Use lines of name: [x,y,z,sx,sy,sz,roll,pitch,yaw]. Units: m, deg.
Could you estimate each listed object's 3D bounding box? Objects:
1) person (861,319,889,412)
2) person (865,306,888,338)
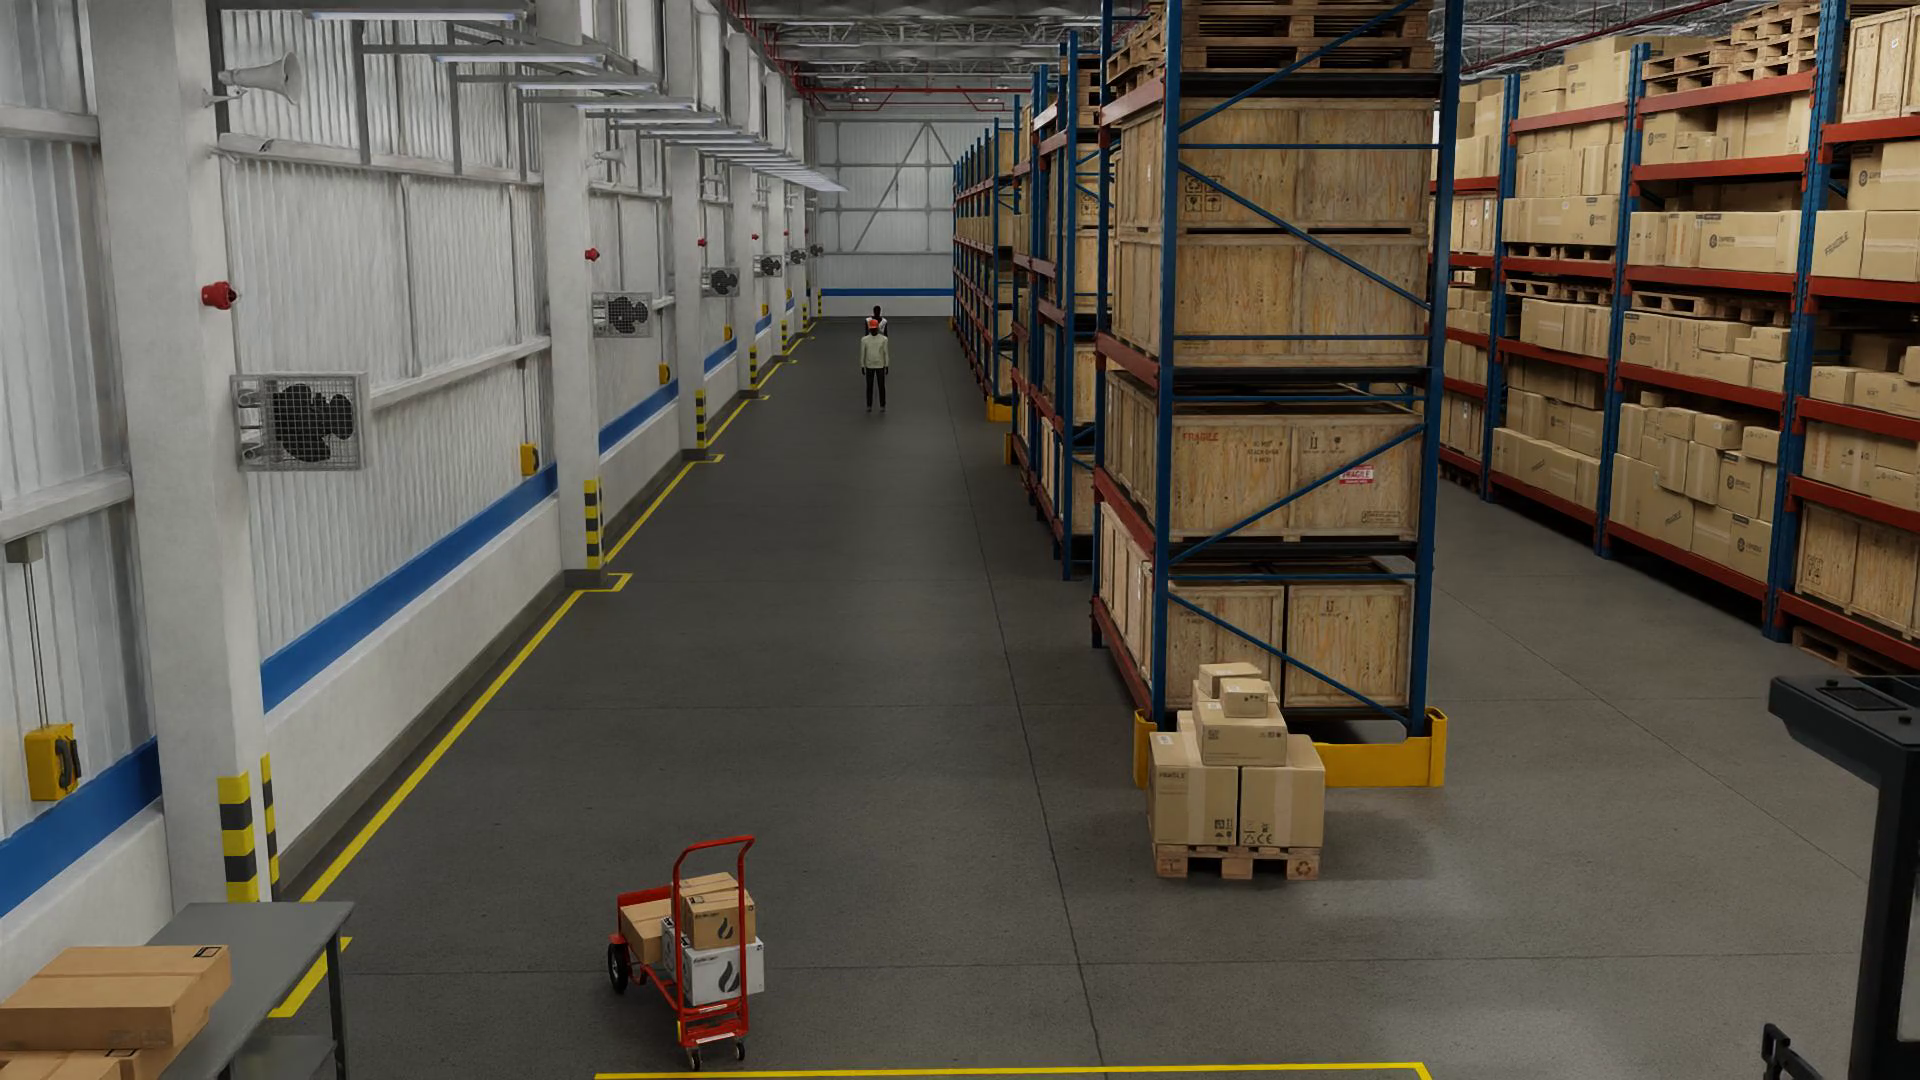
person: [-1.823,-3.729,35.592,0.617,1.988,0.402,0,11,2]
person: [-2.157,-5.074,42.797,0.597,1.908,0.405,-3,11,-16]
